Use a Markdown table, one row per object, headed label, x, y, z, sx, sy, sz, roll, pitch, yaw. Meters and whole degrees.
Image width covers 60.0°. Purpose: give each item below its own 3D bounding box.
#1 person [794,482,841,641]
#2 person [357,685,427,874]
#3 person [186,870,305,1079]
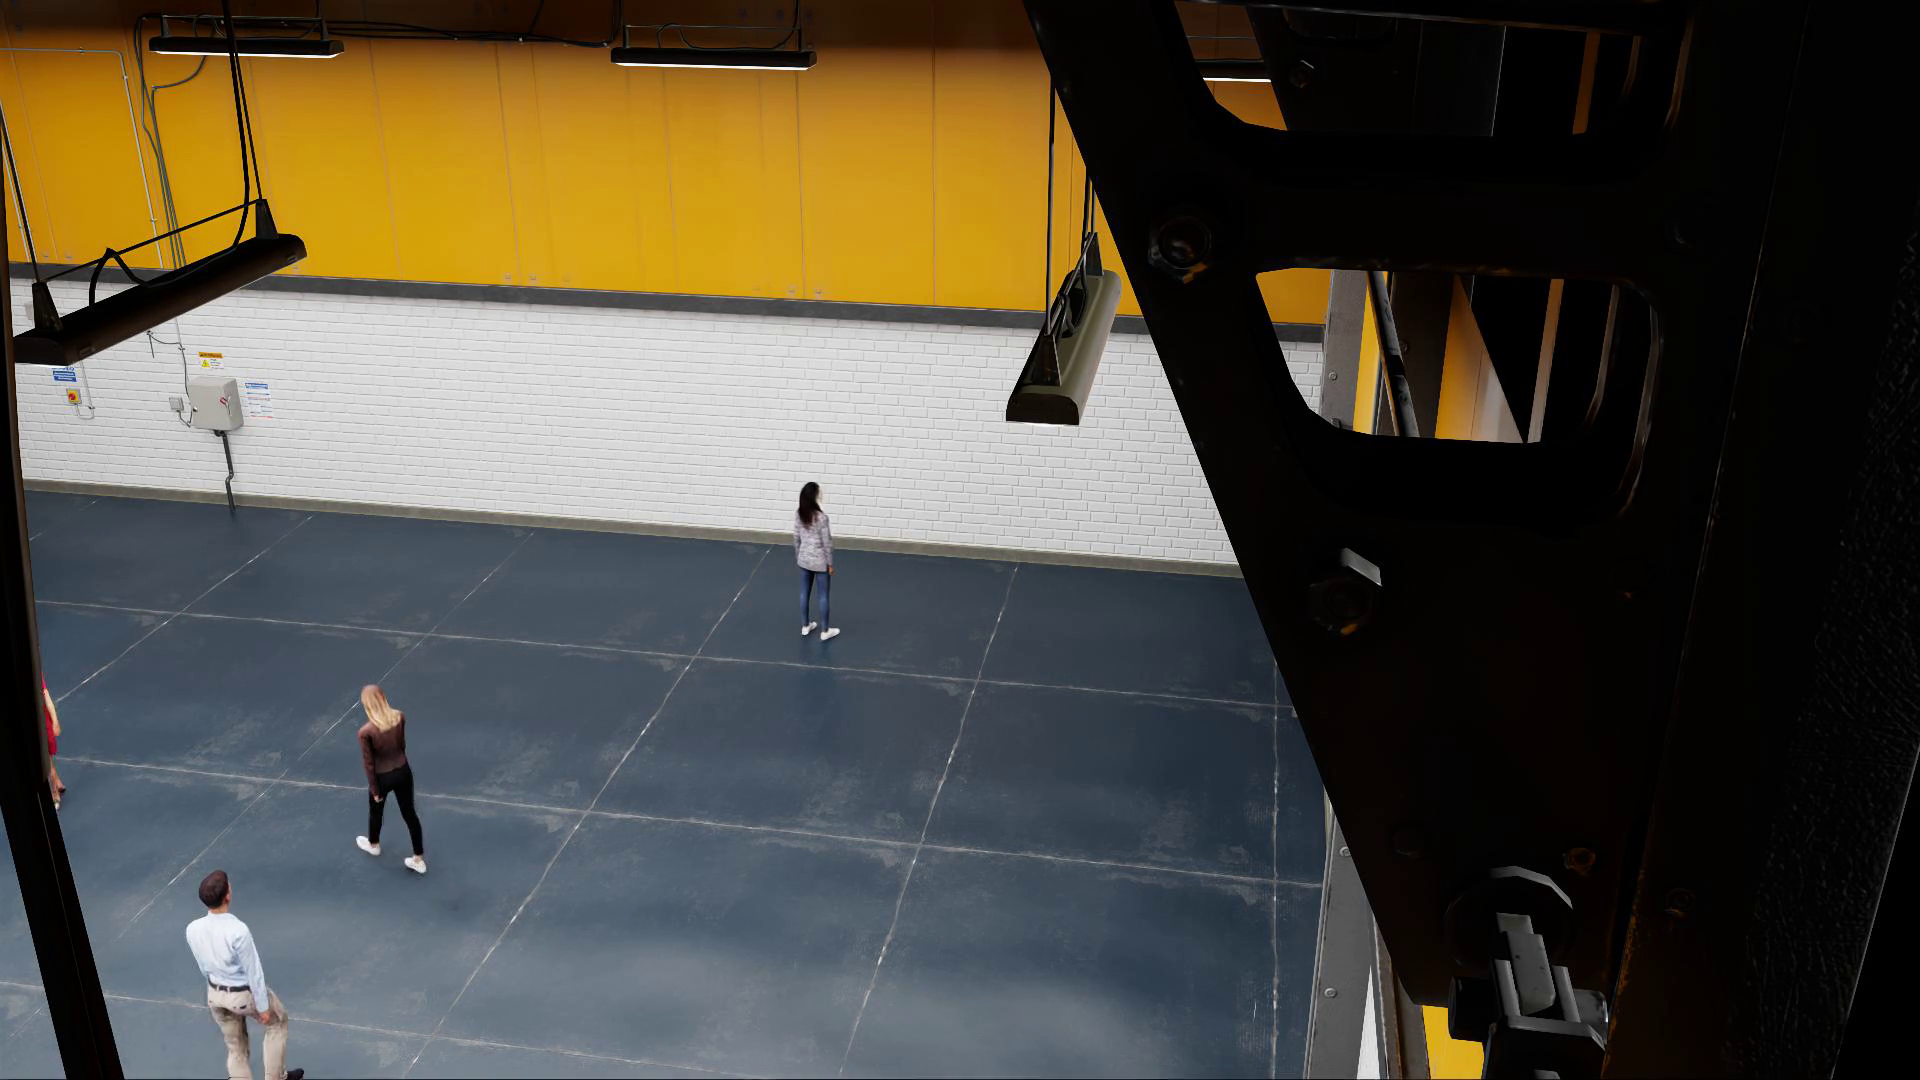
| label | x | y | z | sx | sy | sz | roll | pitch | yaw |
| --- | --- | --- | --- | --- | --- | --- | --- | --- | --- |
| person | -1.548 | 0.211 | 17.579 | 0.678 | 1.732 | 0.656 | 14 | 27 | 29 |
| person | -4.601 | 1.989 | 13.592 | 0.955 | 1.667 | 1.017 | 18 | 30 | 36 |
| person | -4.795 | 3.055 | 10.954 | 0.640 | 1.826 | 0.687 | 4 | 24 | 9 |
